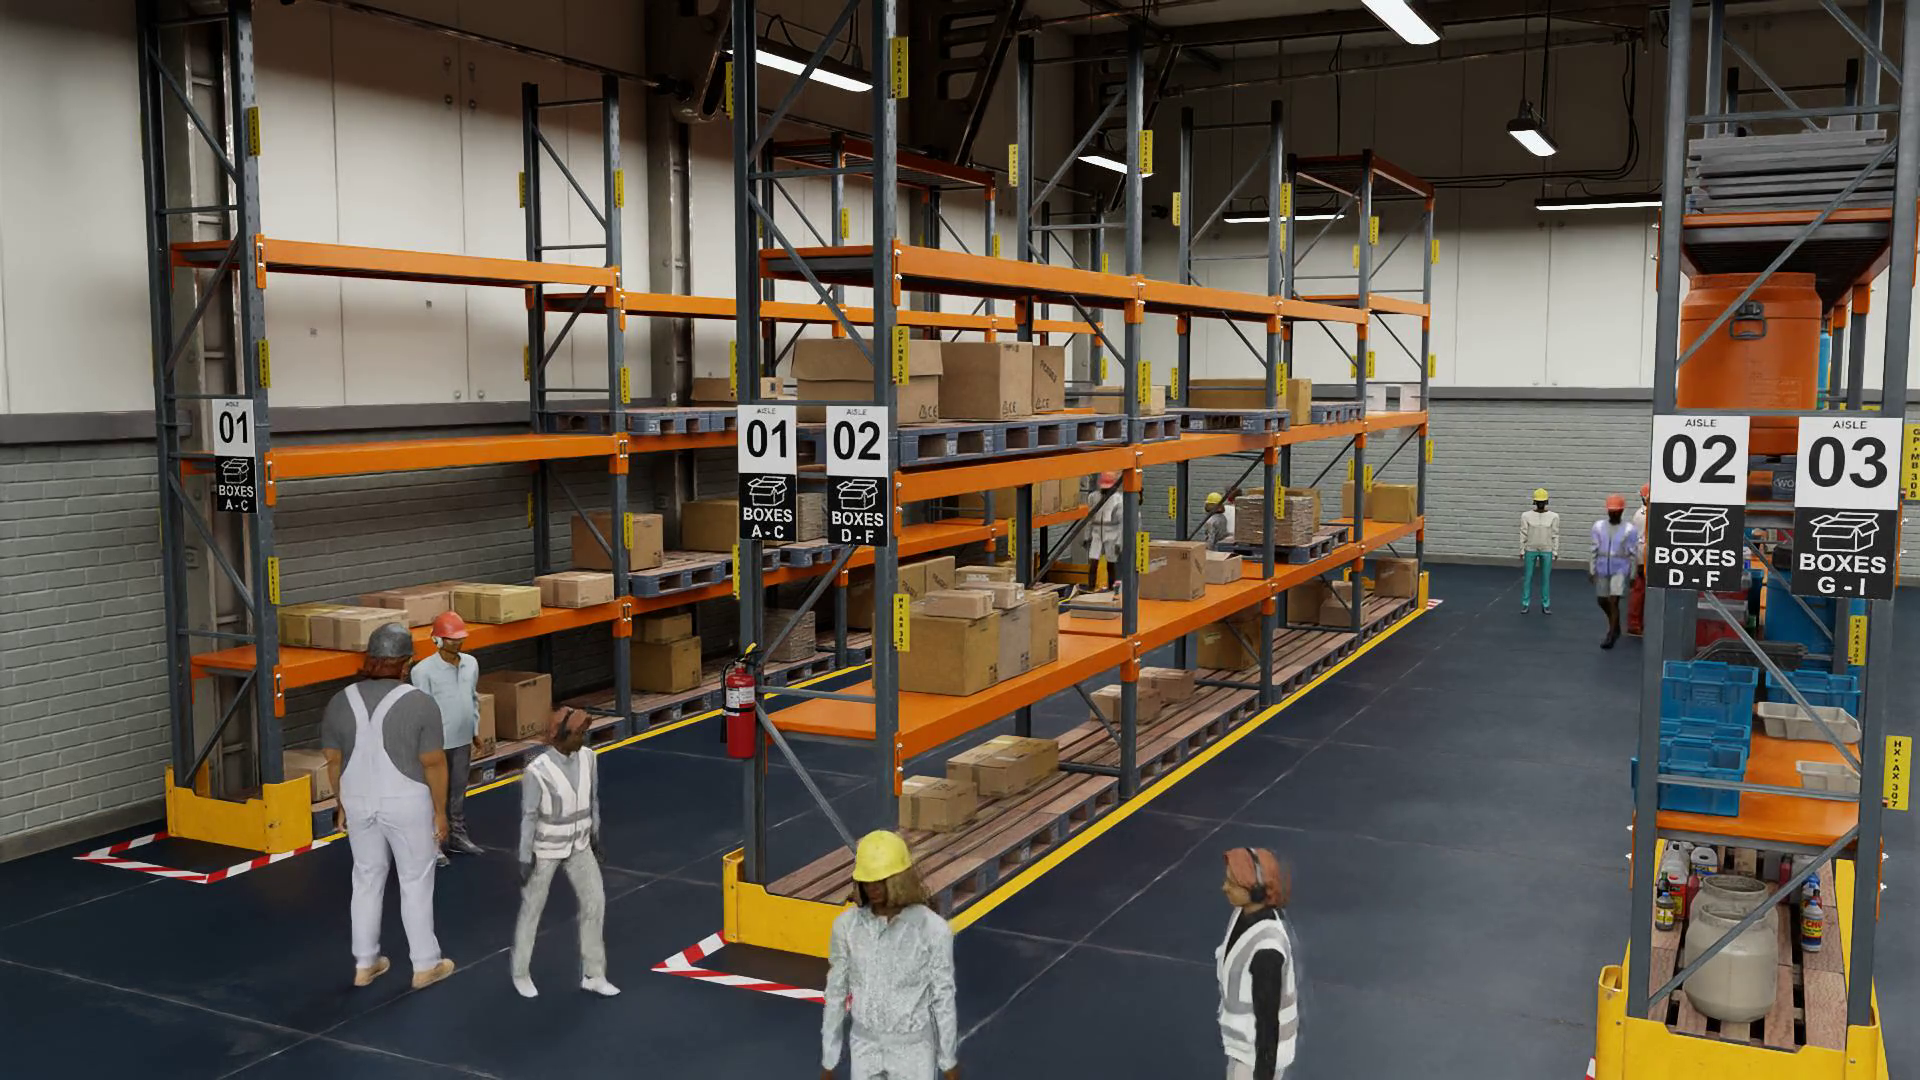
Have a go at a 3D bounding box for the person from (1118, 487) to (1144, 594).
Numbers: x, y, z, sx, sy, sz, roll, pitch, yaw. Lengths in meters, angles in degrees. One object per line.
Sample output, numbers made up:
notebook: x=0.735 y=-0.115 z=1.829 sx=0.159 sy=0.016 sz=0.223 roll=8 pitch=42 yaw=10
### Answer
person: x=2.339 y=0.185 z=22.583 sx=0.327 sy=1.861 sz=0.508 roll=-2 pitch=6 yaw=-20

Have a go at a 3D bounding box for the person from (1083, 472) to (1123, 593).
person: x=2.028 y=-0.004 z=23.841 sx=0.686 sy=1.972 sz=1.007 roll=3 pitch=6 yaw=23

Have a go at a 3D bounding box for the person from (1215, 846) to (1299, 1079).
person: x=1.204 y=1.964 z=6.396 sx=0.547 sy=1.618 sz=0.528 roll=0 pitch=6 yaw=2

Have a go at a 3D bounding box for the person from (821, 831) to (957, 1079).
person: x=-0.297 y=1.939 z=6.162 sx=0.499 sy=1.720 sz=0.666 roll=2 pitch=6 yaw=20

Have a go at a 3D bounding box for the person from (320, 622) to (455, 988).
person: x=-3.151 y=1.460 z=9.293 sx=0.688 sy=2.000 sz=0.536 roll=1 pitch=6 yaw=9

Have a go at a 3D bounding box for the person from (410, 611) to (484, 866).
person: x=-3.546 y=1.365 z=11.593 sx=0.336 sy=1.753 sz=0.564 roll=4 pitch=7 yaw=31

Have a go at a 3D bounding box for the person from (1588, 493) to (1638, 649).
person: x=8.101 y=0.363 z=20.586 sx=0.547 sy=1.919 sz=0.811 roll=5 pitch=8 yaw=40

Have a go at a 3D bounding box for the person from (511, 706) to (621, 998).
person: x=-2.141 y=1.701 z=9.034 sx=0.730 sy=1.596 sz=0.572 roll=4 pitch=7 yaw=34

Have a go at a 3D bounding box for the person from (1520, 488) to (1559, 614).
person: x=8.095 y=0.161 z=23.249 sx=0.525 sy=1.769 sz=0.315 roll=1 pitch=6 yaw=13

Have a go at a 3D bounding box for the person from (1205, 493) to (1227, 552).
person: x=3.480 y=0.220 z=22.781 sx=0.295 sy=1.744 sz=0.484 roll=4 pitch=7 yaw=31
